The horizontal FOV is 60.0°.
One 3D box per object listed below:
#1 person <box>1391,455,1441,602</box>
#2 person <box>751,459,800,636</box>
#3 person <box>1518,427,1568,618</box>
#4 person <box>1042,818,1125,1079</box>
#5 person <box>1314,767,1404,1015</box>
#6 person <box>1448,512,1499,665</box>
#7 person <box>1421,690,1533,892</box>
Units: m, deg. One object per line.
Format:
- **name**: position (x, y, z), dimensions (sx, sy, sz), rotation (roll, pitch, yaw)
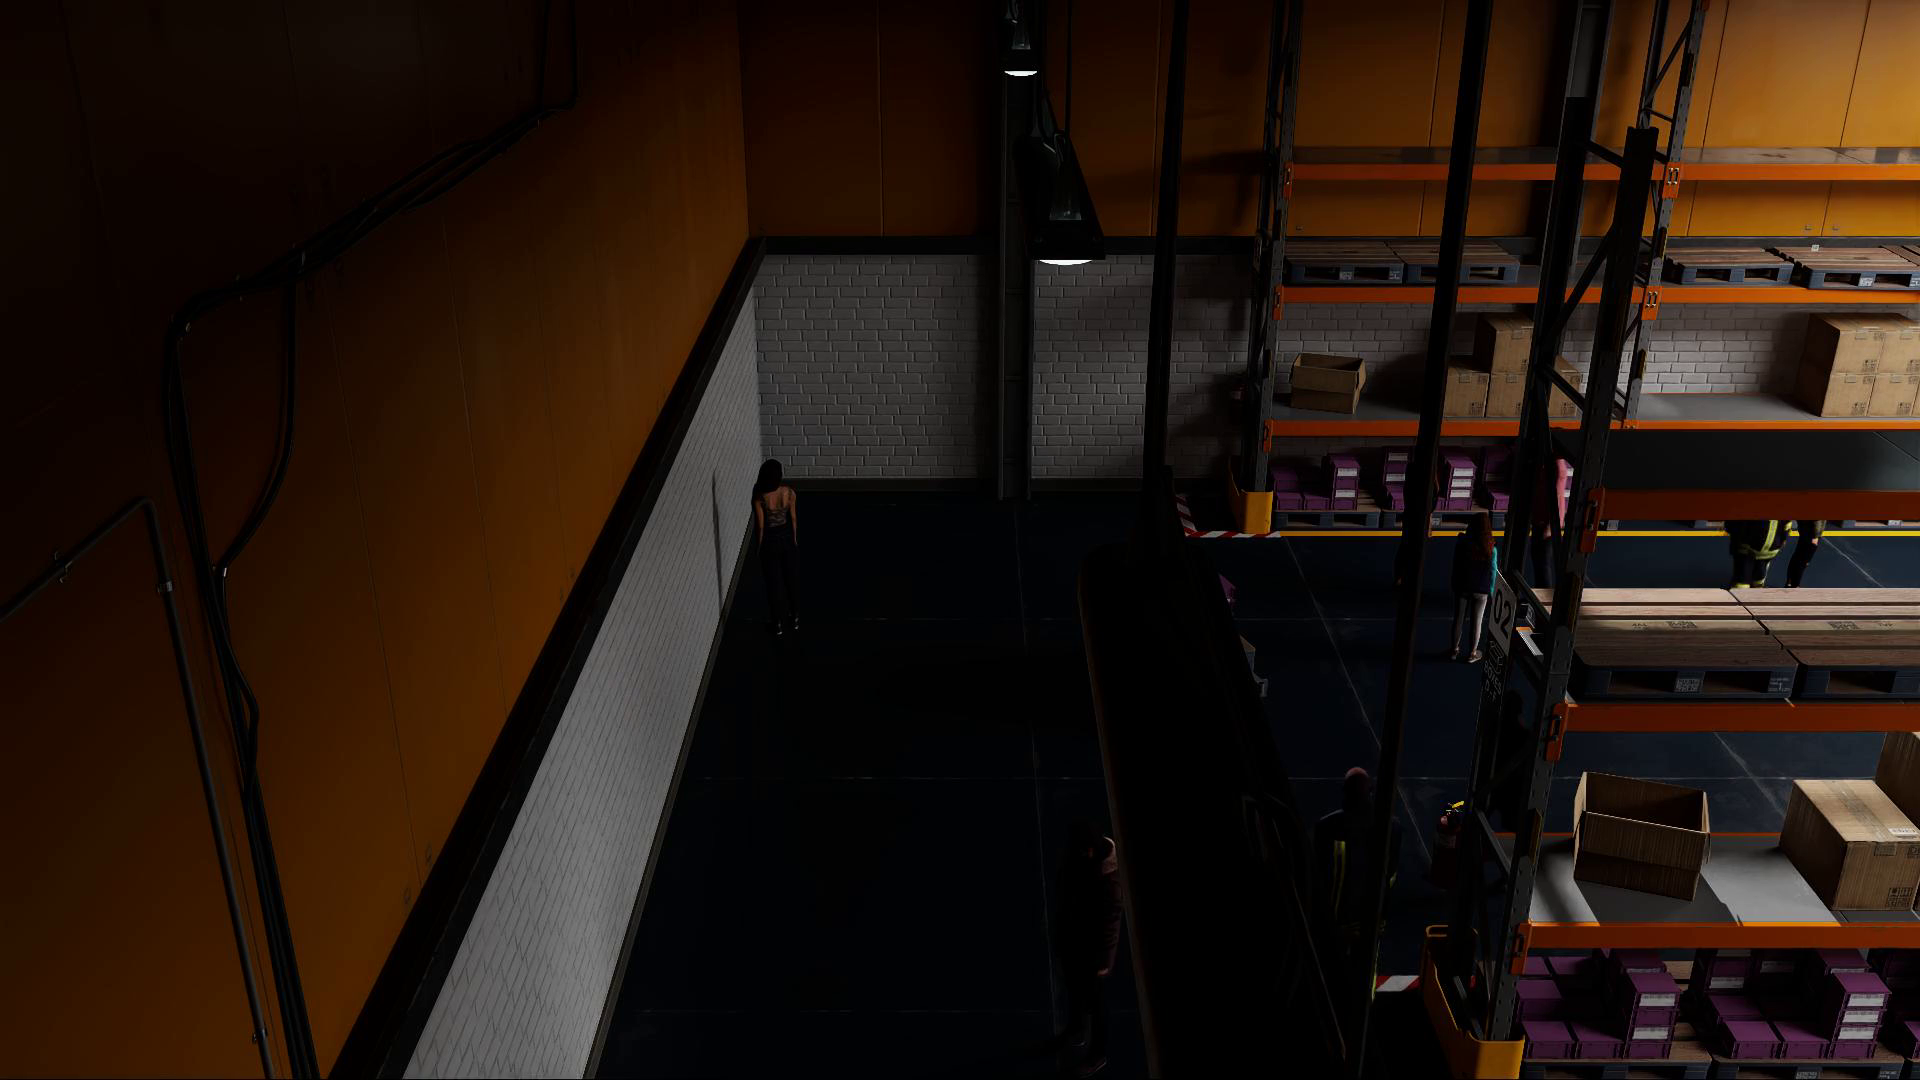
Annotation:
- **person**: position (4.617, -0.226, 16.856), dimensions (0.615, 1.711, 0.667), rotation (-6, 24, -14)
- **person**: position (-1.773, 0.055, 16.142), dimensions (0.642, 1.769, 0.752), rotation (-12, 27, -26)
- **person**: position (5.825, -0.187, 16.459), dimensions (0.571, 1.957, 0.641), rotation (2, 24, 4)
- **person**: position (0.796, 2.514, 10.421), dimensions (0.856, 1.844, 0.860), rotation (-13, 27, -27)
- **person**: position (2.596, 2.337, 10.882), dimensions (1.097, 1.800, 0.875), rotation (4, 24, 8)
- **person**: position (4.804, 0.435, 15.605), dimensions (0.662, 1.500, 0.740), rotation (14, 27, 29)
- **person**: position (4.050, 1.843, 12.130), dimensions (1.175, 1.705, 0.891), rotation (-9, 25, -19)
